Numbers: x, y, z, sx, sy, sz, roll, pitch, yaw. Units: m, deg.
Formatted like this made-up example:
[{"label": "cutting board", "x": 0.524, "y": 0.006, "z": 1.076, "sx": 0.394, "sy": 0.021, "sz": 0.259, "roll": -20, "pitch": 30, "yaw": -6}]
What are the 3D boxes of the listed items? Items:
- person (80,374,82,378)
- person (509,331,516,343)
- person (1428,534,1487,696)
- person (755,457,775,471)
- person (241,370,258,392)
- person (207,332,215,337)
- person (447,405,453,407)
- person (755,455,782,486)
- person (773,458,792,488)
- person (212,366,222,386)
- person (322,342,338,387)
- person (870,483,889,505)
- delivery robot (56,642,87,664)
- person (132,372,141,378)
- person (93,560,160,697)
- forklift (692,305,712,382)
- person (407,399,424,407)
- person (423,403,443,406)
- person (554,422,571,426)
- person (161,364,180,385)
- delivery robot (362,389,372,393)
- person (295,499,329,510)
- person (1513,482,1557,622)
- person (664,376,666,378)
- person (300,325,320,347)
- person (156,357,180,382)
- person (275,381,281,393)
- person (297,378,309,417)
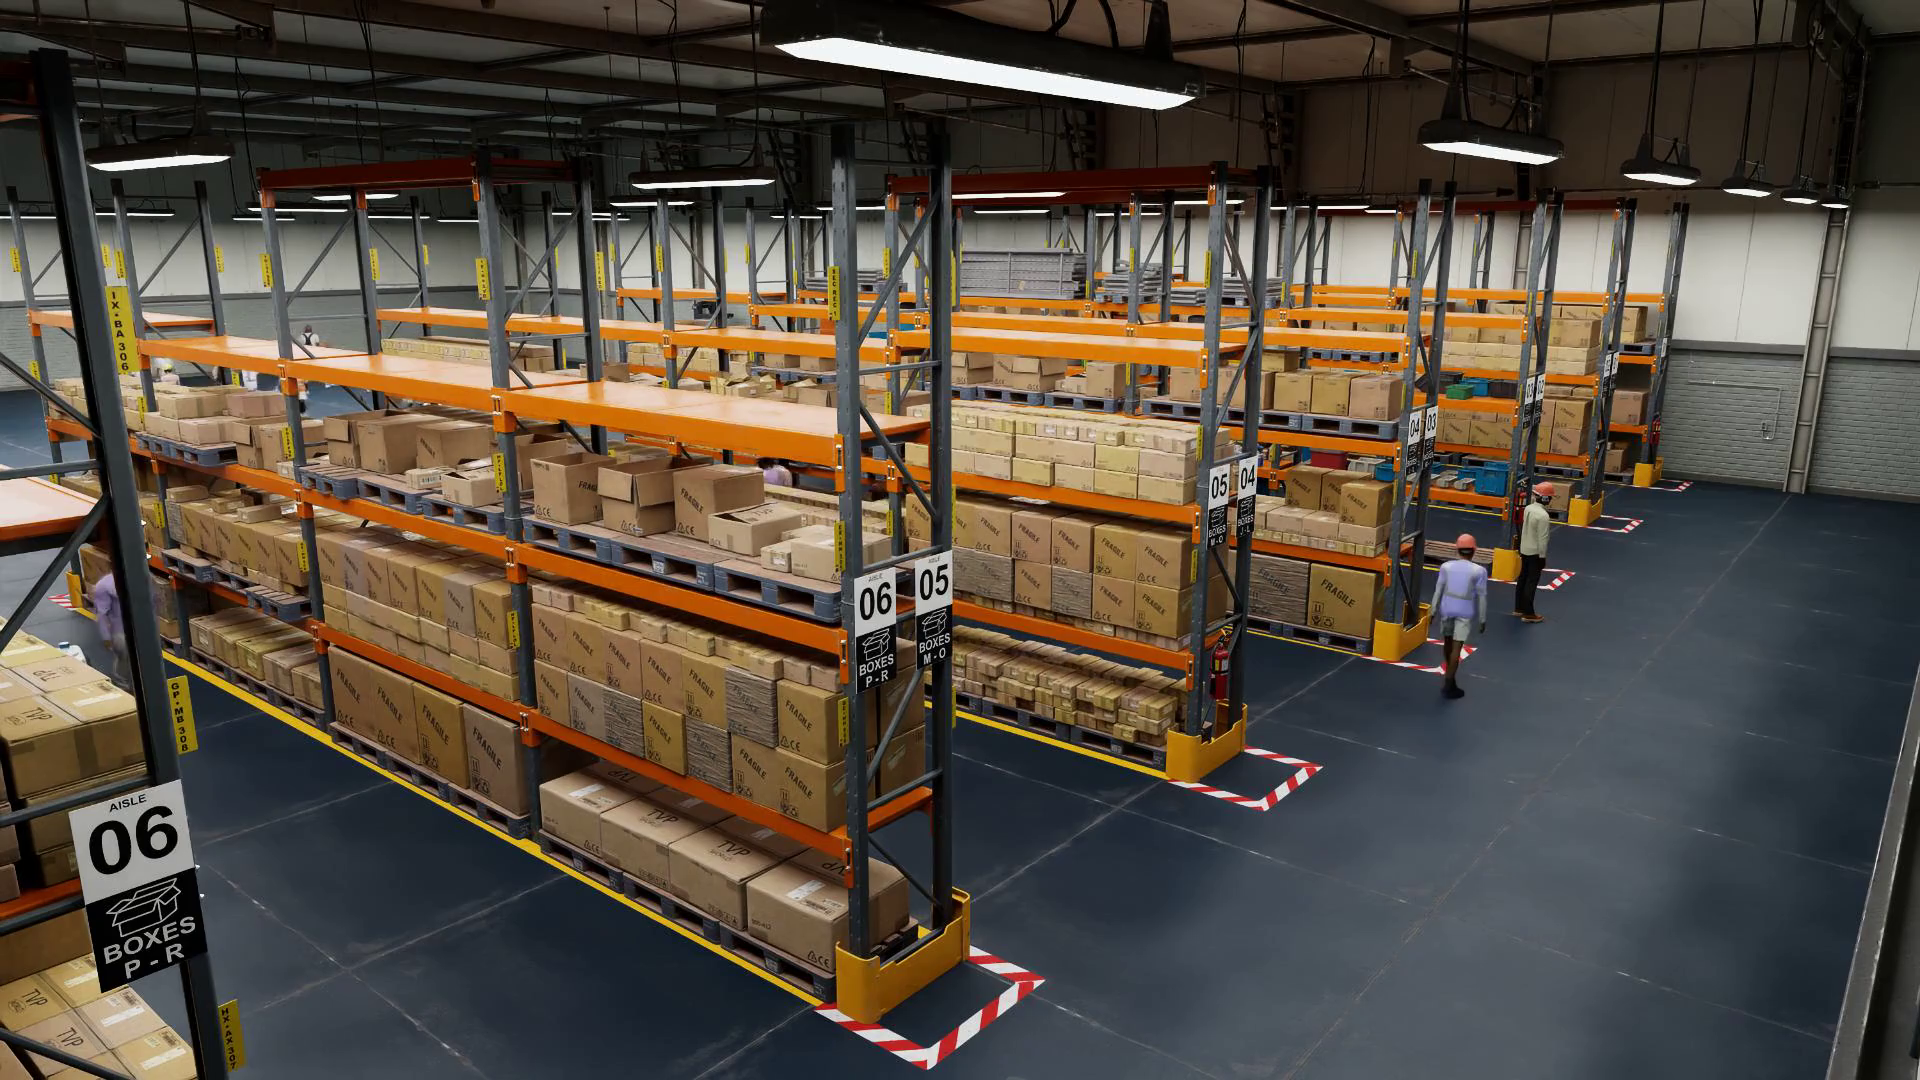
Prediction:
[{"label": "person", "x": -26.901, "y": -4.907, "z": 38.962, "sx": 1.015, "sy": 1.859, "sz": 0.642, "roll": -1, "pitch": 14, "yaw": -5}, {"label": "person", "x": -17.071, "y": -7.019, "z": 47.674, "sx": 0.404, "sy": 1.837, "sz": 0.595, "roll": 6, "pitch": 15, "yaw": 24}, {"label": "person", "x": 6.024, "y": 0.877, "z": 15.165, "sx": 0.615, "sy": 1.861, "sz": 1.067, "roll": 11, "pitch": 17, "yaw": 37}, {"label": "person", "x": -3.181, "y": -0.589, "z": 21.276, "sx": 0.547, "sy": 1.820, "sz": 0.641, "roll": 10, "pitch": 17, "yaw": 35}, {"label": "person", "x": -21.072, "y": -4.509, "z": 37.194, "sx": 0.875, "sy": 1.905, "sz": 0.581, "roll": 3, "pitch": 14, "yaw": 11}, {"label": "person", "x": -28.800, "y": -7.283, "z": 48.629, "sx": 0.455, "sy": 1.899, "sz": 0.662, "roll": 4, "pitch": 14, "yaw": 17}, {"label": "person", "x": -14.892, "y": -4.459, "z": 37.107, "sx": 0.824, "sy": 1.870, "sz": 0.652, "roll": -4, "pitch": 14, "yaw": -18}, {"label": "person", "x": -3.156, "y": -0.499, "z": 20.470, "sx": 0.444, "sy": 2.013, "sz": 0.624, "roll": 8, "pitch": 16, "yaw": 30}, {"label": "person", "x": -2.971, "y": -0.627, "z": 21.193, "sx": 0.382, "sy": 1.924, "sz": 0.594, "roll": -10, "pitch": 17, "yaw": -36}, {"label": "person", "x": -23.154, "y": -4.975, "z": 39.362, "sx": 0.964, "sy": 1.792, "sz": 0.621, "roll": -12, "pitch": 18, "yaw": -41}, {"label": "person", "x": -22.646, "y": -6.300, "z": 45.162, "sx": 0.522, "sy": 1.611, "sz": 0.569, "roll": 2, "pitch": 14, "yaw": 9}, {"label": "person", "x": -1.244, "y": 0.041, "z": 18.721, "sx": 0.656, "sy": 1.794, "sz": 0.930, "roll": -13, "pitch": 19, "yaw": -43}, {"label": "delivery robot", "x": -10.835, "y": 1.480, "z": 15.279, "sx": 0.477, "sy": 0.478, "sz": 0.707, "roll": -11, "pitch": 18, "yaw": -38}, {"label": "person", "x": -27.128, "y": -5.581, "z": 41.696, "sx": 0.726, "sy": 1.866, "sz": 0.597, "roll": 7, "pitch": 15, "yaw": 25}, {"label": "person", "x": -9.589, "y": 1.013, "z": 14.548, "sx": 1.033, "sy": 1.890, "sz": 0.653, "roll": 11, "pitch": 17, "yaw": 37}, {"label": "forklift", "x": -9.511, "y": -7.392, "z": 47.124, "sx": 1.873, "sy": 2.768, "sz": 1.129, "roll": 11, "pitch": 17, "yaw": 38}, {"label": "person", "x": -15.557, "y": -4.303, "z": 36.172, "sx": 1.039, "sy": 1.991, "sz": 0.616, "roll": -1, "pitch": 14, "yaw": -2}, {"label": "person", "x": -12.787, "y": -2.773, "z": 30.623, "sx": 0.514, "sy": 1.639, "sz": 0.310, "roll": -2, "pitch": 14, "yaw": -7}, {"label": "person", "x": -9.910, "y": -2.936, "z": 30.929, "sx": 0.963, "sy": 1.834, "sz": 0.501, "roll": -6, "pitch": 15, "yaw": -23}, {"label": "person", "x": -22.559, "y": -4.155, "z": 36.036, "sx": 0.310, "sy": 1.771, "sz": 0.523, "roll": 6, "pitch": 15, "yaw": 23}, {"label": "delivery robot", "x": -19.431, "y": -4.974, "z": 41.286, "sx": 0.335, "sy": 0.223, "sz": 0.698, "roll": -8, "pitch": 16, "yaw": -29}, {"label": "person", "x": -12.081, "y": -1.109, "z": 23.274, "sx": 1.015, "sy": 1.889, "sz": 0.622, "roll": -9, "pitch": 16, "yaw": -33}, {"label": "person", "x": 8.157, "y": 0.159, "z": 17.842, "sx": 0.406, "sy": 1.987, "sz": 0.615, "roll": 0, "pitch": 14, "yaw": 1}, {"label": "person", "x": -8.248, "y": -4.136, "z": 35.651, "sx": 0.400, "sy": 1.923, "sz": 0.541, "roll": -9, "pitch": 17, "yaw": -34}, {"label": "person", "x": -24.781, "y": -7.229, "z": 48.203, "sx": 0.705, "sy": 2.000, "sz": 0.885, "roll": -2, "pitch": 14, "yaw": -7}, {"label": "person", "x": -25.179, "y": -5.172, "z": 40.069, "sx": 0.657, "sy": 1.836, "sz": 0.689, "roll": 5, "pitch": 15, "yaw": 21}, {"label": "person", "x": -22.972, "y": -5.840, "z": 42.670, "sx": 0.505, "sy": 1.910, "sz": 0.610, "roll": 1, "pitch": 14, "yaw": 5}, {"label": "person", "x": -19.500, "y": -4.360, "z": 37.054, "sx": 0.560, "sy": 1.675, "sz": 0.543, "roll": -1, "pitch": 14, "yaw": -3}]
